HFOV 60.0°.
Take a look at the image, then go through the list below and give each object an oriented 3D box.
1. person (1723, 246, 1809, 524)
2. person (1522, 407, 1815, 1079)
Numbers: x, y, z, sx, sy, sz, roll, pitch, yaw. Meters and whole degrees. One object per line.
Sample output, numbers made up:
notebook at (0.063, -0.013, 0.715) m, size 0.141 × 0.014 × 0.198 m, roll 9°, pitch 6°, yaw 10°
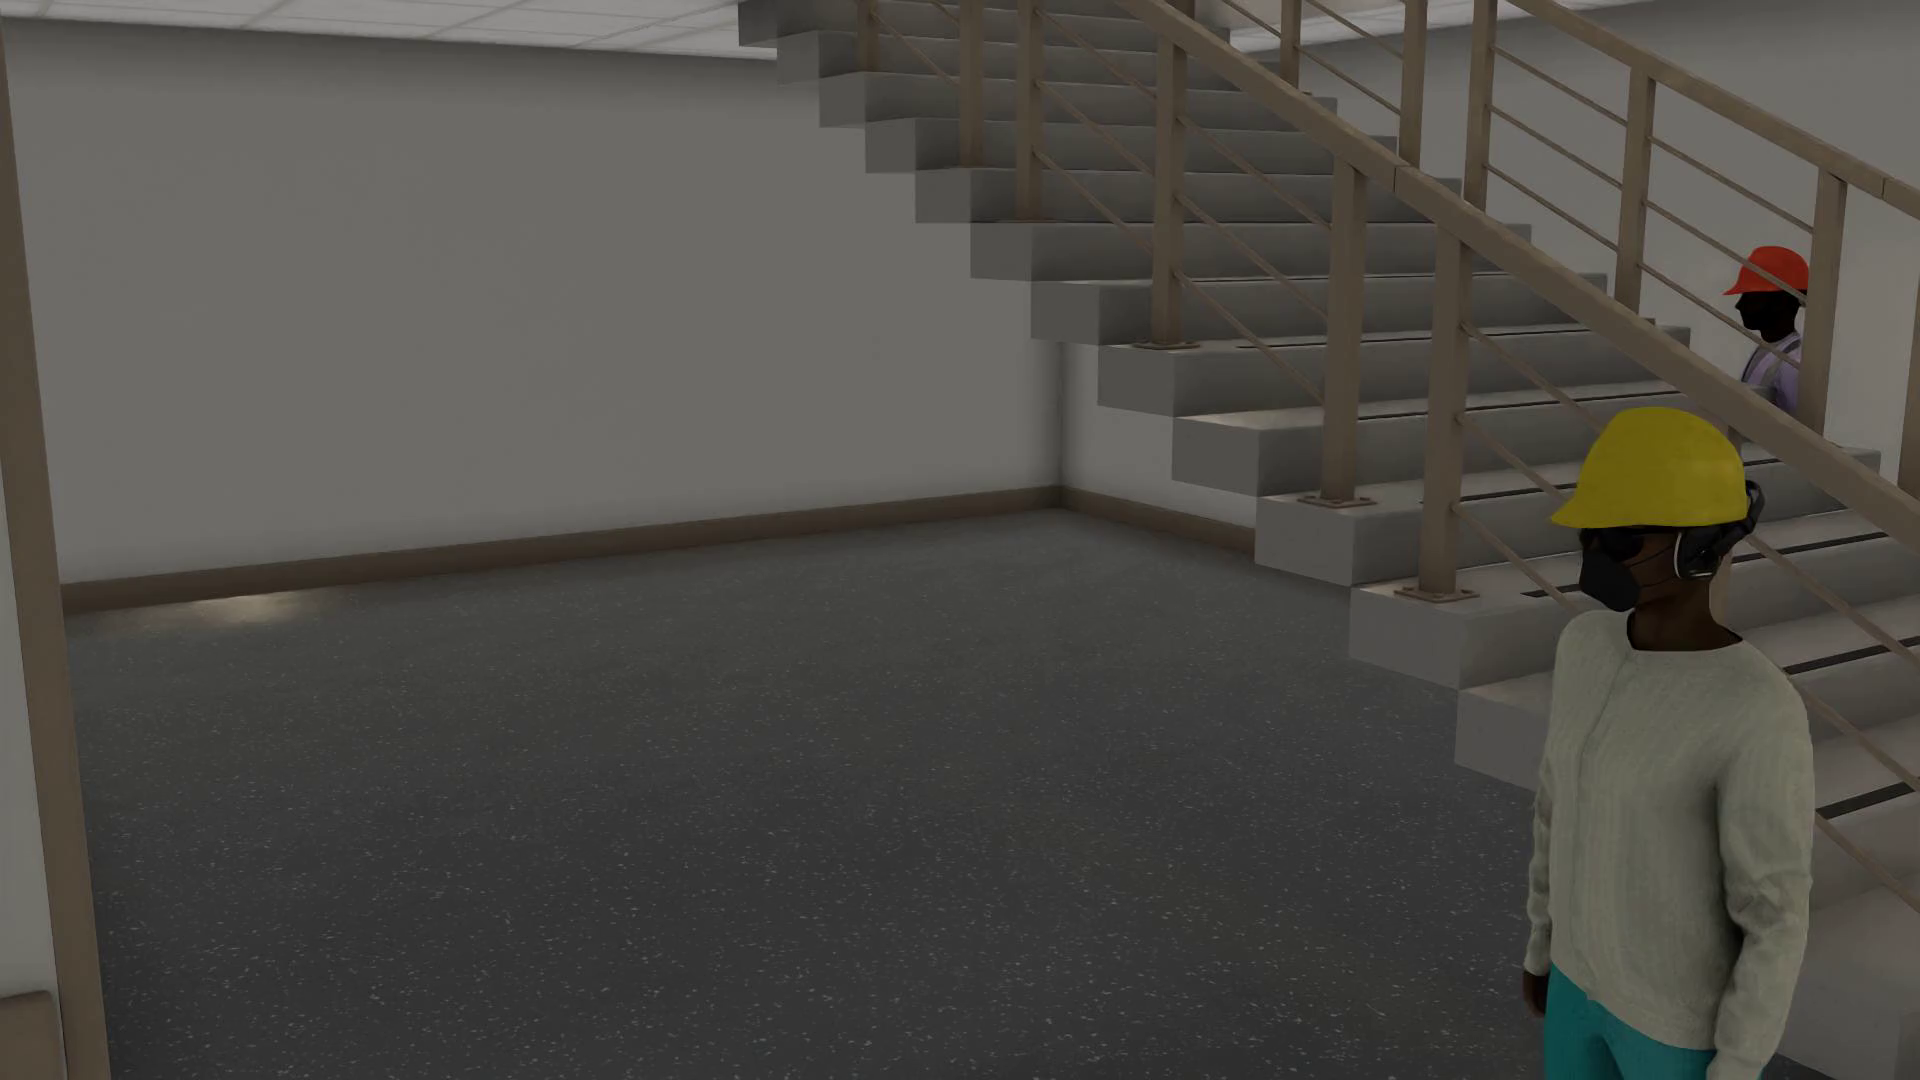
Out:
person at (3.112, -0.165, 6.484) m, size 0.373 × 1.934 × 0.551 m, roll 2°, pitch 11°, yaw 9°
person at (0.997, 0.684, 2.472) m, size 0.331 × 1.768 × 0.527 m, roll -3°, pitch 11°, yaw -13°
